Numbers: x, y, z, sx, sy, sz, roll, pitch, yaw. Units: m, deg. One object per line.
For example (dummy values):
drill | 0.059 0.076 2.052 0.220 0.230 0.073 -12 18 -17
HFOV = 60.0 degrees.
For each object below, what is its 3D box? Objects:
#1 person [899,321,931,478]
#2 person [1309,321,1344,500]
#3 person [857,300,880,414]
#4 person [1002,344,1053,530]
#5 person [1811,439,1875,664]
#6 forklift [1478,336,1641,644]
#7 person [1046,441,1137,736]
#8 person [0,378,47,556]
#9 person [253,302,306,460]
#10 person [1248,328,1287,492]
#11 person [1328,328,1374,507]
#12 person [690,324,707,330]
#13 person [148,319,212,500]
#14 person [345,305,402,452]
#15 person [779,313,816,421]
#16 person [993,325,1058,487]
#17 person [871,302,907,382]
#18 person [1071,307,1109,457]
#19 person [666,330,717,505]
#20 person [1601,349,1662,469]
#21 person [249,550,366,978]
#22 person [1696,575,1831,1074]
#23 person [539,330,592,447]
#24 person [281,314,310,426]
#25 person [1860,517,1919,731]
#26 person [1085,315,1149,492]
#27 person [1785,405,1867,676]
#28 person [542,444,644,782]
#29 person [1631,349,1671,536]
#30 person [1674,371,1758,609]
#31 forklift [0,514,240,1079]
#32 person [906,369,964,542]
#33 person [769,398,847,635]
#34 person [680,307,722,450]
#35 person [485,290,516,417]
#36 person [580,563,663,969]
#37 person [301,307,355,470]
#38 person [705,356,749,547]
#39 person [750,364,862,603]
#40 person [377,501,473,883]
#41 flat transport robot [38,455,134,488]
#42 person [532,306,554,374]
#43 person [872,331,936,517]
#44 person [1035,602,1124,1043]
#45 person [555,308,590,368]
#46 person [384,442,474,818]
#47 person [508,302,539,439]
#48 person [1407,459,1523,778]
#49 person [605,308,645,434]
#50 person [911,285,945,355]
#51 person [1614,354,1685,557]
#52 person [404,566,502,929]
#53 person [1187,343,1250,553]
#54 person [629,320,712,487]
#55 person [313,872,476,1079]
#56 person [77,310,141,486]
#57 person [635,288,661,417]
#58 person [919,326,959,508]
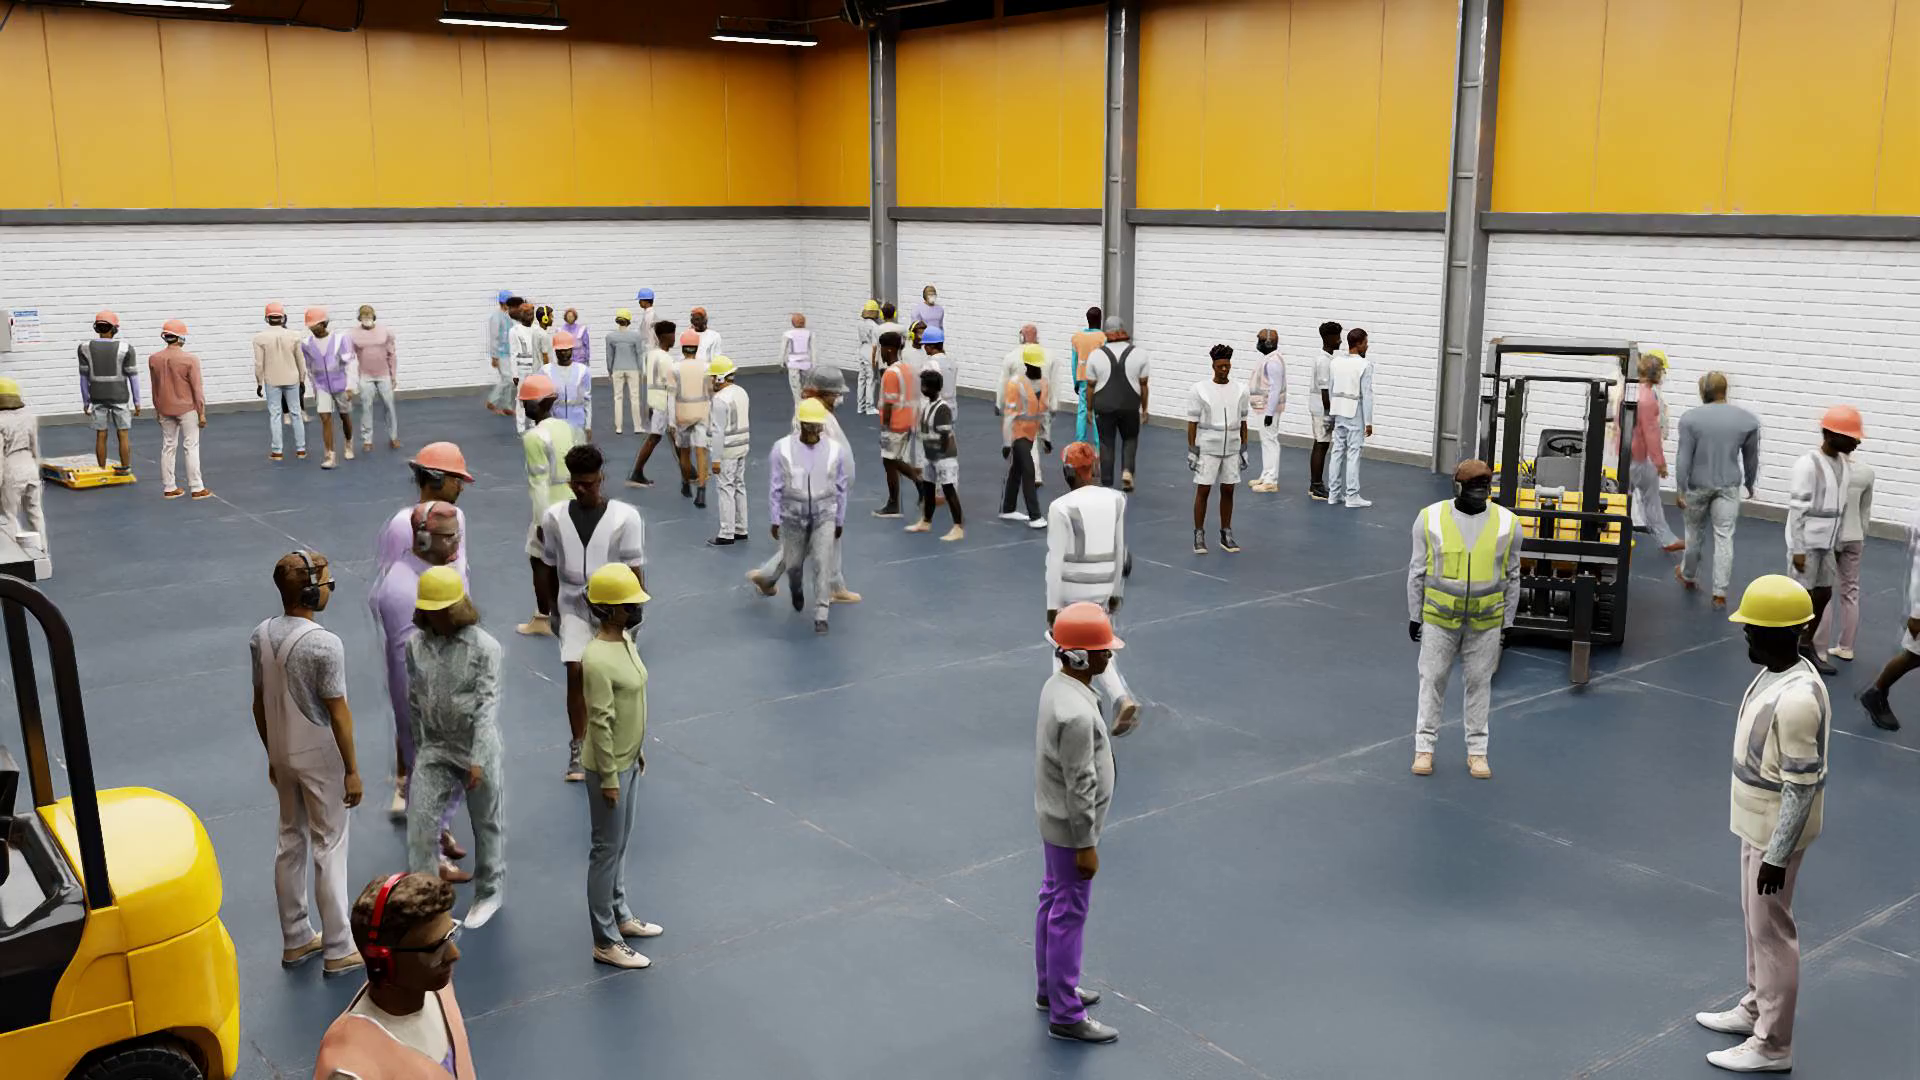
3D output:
person | -0.501 -1.657 19.675 0.329 1.864 0.506 11 16 43
person | 4.026 -1.427 18.310 0.367 1.966 0.607 1 12 7
person | -1.370 -2.797 25.490 0.323 1.736 0.484 -9 15 -37
person | 0.680 -1.045 16.750 0.853 1.854 0.619 8 14 35
person | 6.229 0.007 11.869 0.527 1.767 0.331 -3 12 -14
forklift | 4.683 -0.471 13.136 1.214 2.155 2.313 4 12 20
person | 0.794 0.338 10.078 0.603 1.846 0.575 -8 14 -33
person | -8.351 -0.558 14.692 0.363 1.729 0.522 4 12 19
person | -8.589 -2.006 21.031 0.610 1.996 0.378 -7 14 -32
person | 3.469 -1.466 18.802 0.430 1.843 0.625 1 12 6
person | 4.188 -1.316 17.891 0.371 1.915 0.595 -8 14 -32
person | -3.594 -2.210 22.923 0.280 1.624 0.493 4 12 18
person | -8.584 -1.435 18.314 0.609 1.985 0.409 2 12 9
person | -7.687 -2.117 21.759 0.691 1.919 0.483 -5 13 -22
person | -2.418 -2.546 24.602 0.517 1.604 0.801 -5 13 -21
person | 0.778 -1.559 19.244 0.659 1.843 1.017 -4 12 -17
person | -0.980 -2.394 23.259 0.550 1.849 0.422 0 12 2
person | 1.689 -2.017 21.276 0.589 1.919 0.393 8 14 34
person | -2.901 -1.340 18.097 0.566 1.886 1.010 -3 12 -15
person | 6.848 -1.094 17.102 0.632 1.842 0.616 5 13 25
person | -2.771 0.953 7.108 0.516 1.843 0.325 6 13 26
person | 3.058 1.076 6.321 0.375 1.922 0.594 4 12 18
person | -4.103 -1.215 17.354 0.543 1.938 0.356 -3 12 -15
person | -9.776 -2.477 24.097 0.550 1.660 0.439 -8 14 -33
person | 5.879 0.339 9.977 0.553 1.898 0.979 -2 12 -9
person | 1.743 -1.504 18.497 0.719 2.000 0.540 1 12 4
person | 5.935 0.018 11.453 0.559 1.912 0.439 -7 14 -31
person | -2.139 0.366 9.787 0.597 1.920 1.012 0 12 0
person | 6.783 -0.969 16.428 0.404 1.832 0.593 3 12 13
person | 6.203 -0.438 13.687 0.714 1.891 0.977 3 12 13
forklift | -3.687 1.115 5.480 2.313 2.155 1.214 -9 15 -36
person | -0.238 -0.830 16.146 0.377 1.683 0.606 -5 13 -22
person | -1.165 -0.210 12.807 0.599 1.811 0.714 -1 12 -7
person | -3.394 -2.112 21.840 0.579 1.878 0.347 2 12 10
person | -6.825 -2.790 24.986 0.463 1.925 0.649 1 12 6
person | -1.479 0.964 7.243 0.315 1.770 0.524 0 12 1
person | -7.812 -1.909 20.634 0.622 1.978 1.096 -2 12 -10
person | -2.215 -0.843 15.852 0.403 1.820 0.595 4 12 17
person | -1.257 -0.461 13.460 0.820 2.000 0.721 0 12 2
person | -2.516 0.744 8.025 0.415 1.894 0.662 3 12 12
flat transport robot | -10.319 -0.824 19.510 1.431 0.197 0.652 11 16 42
person | -5.576 -2.207 22.342 0.322 1.862 0.512 -6 13 -26
person | -0.609 -1.191 17.223 0.550 1.944 0.617 2 12 11
person | 0.469 1.101 6.613 0.337 1.752 0.564 -1 12 -4
person | -5.924 -2.735 25.452 0.541 1.623 0.343 -1 12 -7
person | -2.871 0.488 9.009 0.375 2.005 0.756 4 12 17
person | -5.926 -2.311 22.826 0.349 1.873 0.568 8 14 34
person | 2.883 0.449 9.545 0.627 1.847 0.429 2 12 11
person | -4.689 -2.363 23.314 0.523 1.769 0.313 0 12 0
person | -0.491 -3.023 26.082 0.633 1.938 0.356 -10 15 -39
person | 6.282 -0.740 15.168 1.021 1.883 0.649 4 12 18
person | -2.273 0.963 7.362 0.491 1.709 0.709 2 12 10
person | 2.415 -0.853 15.533 0.613 1.964 0.361 -2 12 -12
person | -3.395 -1.565 19.109 0.997 1.917 0.616 -5 13 -22
person | -1.279 1.633 3.821 0.384 1.845 0.565 0 12 0
person | -9.759 -1.625 19.130 0.623 2.027 0.410 -3 12 -16
person | -4.692 -2.836 25.154 0.395 1.945 0.618 -2 12 -7
person | -0.247 -1.321 17.881 0.426 1.938 0.604 7 13 29
